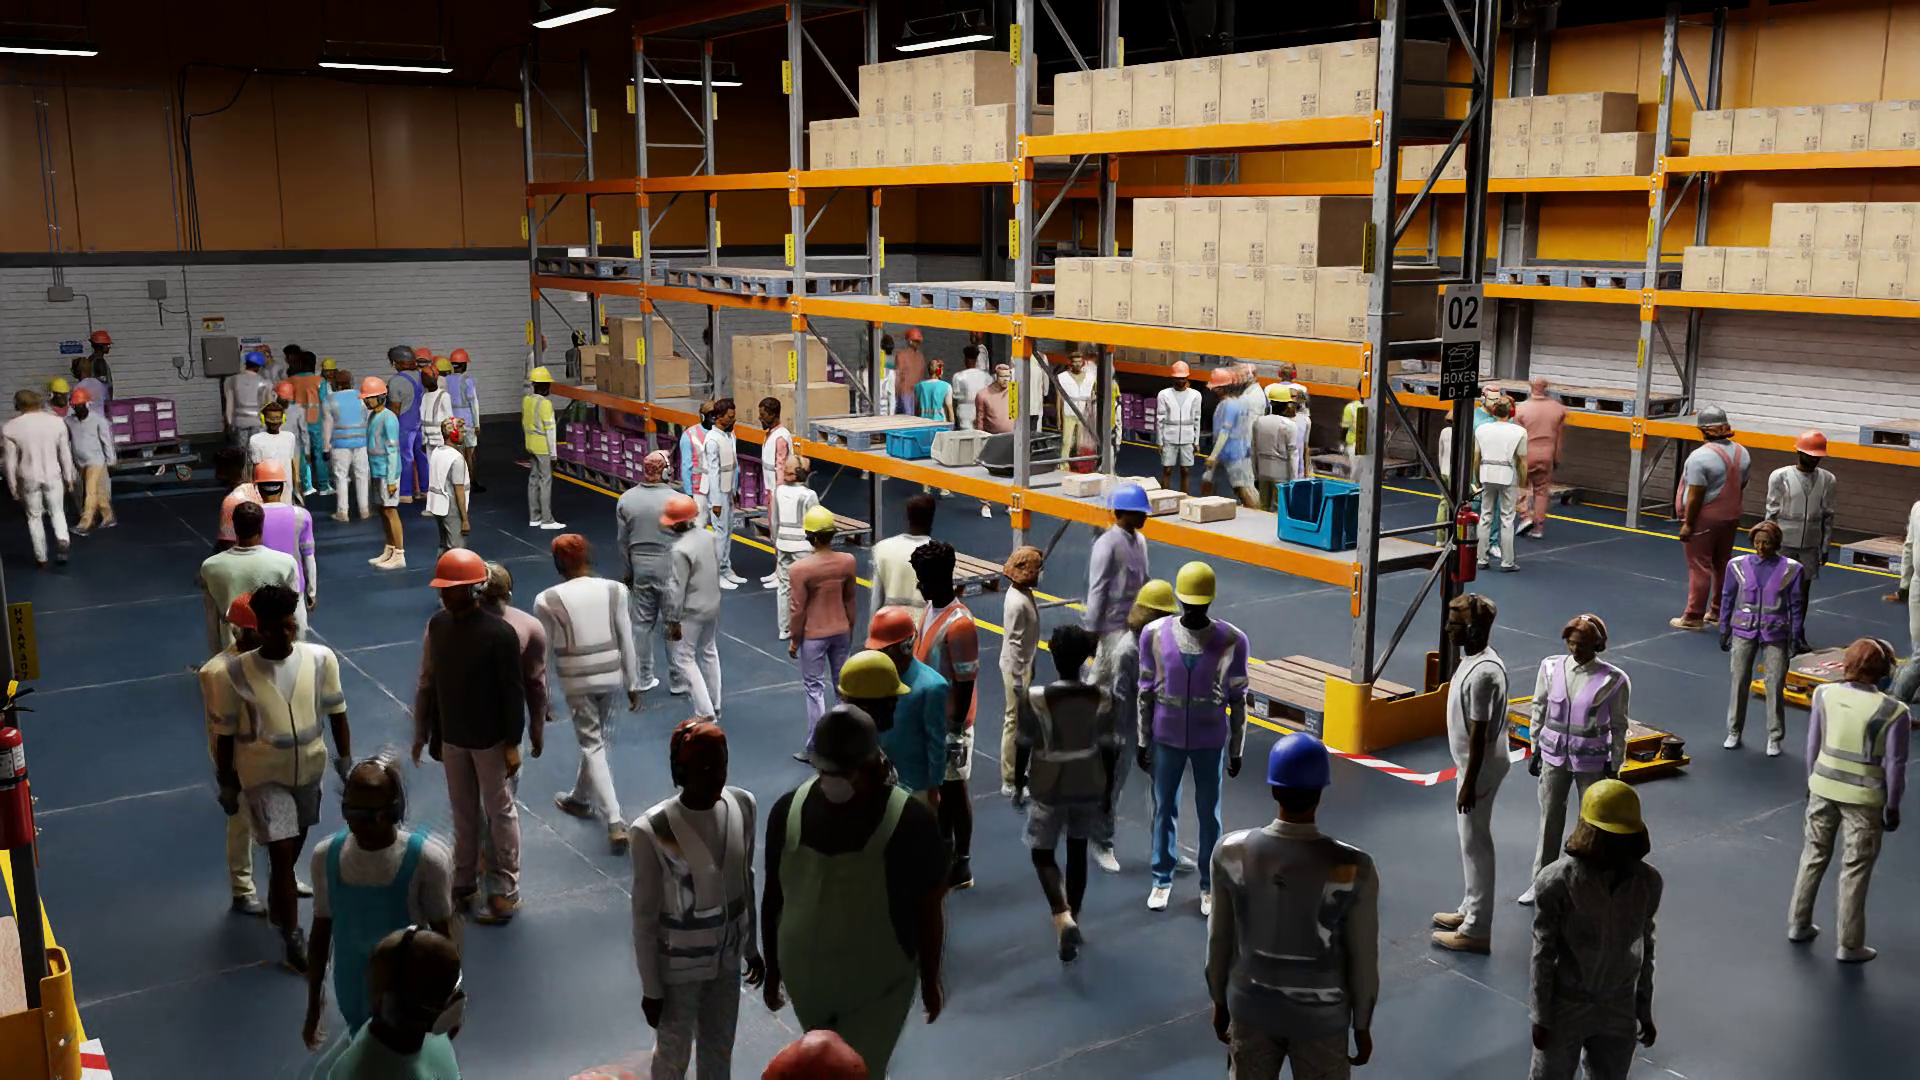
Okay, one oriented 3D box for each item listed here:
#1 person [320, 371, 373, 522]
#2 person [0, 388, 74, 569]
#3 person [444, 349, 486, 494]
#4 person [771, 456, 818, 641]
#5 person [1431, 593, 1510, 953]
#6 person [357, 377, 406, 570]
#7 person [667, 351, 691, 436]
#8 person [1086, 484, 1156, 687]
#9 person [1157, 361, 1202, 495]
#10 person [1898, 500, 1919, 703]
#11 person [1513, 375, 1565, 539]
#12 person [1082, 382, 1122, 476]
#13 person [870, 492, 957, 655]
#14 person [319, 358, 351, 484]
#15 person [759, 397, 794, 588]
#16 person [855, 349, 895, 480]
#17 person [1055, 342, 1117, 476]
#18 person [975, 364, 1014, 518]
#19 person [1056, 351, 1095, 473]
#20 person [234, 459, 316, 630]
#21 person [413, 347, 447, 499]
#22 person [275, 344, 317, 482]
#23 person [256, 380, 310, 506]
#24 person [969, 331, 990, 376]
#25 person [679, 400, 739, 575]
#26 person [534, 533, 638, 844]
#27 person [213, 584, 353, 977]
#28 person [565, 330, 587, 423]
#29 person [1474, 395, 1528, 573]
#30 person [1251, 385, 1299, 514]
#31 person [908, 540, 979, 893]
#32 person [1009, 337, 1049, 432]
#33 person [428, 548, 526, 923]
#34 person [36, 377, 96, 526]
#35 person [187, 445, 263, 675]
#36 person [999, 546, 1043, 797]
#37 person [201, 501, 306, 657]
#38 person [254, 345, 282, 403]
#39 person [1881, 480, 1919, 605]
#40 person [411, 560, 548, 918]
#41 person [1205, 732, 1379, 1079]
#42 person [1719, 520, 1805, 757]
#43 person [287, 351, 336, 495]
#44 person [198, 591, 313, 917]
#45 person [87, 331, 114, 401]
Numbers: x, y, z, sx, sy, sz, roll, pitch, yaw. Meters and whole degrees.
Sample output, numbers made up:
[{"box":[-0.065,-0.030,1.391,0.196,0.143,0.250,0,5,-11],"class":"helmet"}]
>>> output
[{"box":[-7.457,-1.138,20.269,0.673,1.823,0.431,-9,14,-38],"class":"person"},{"box":[-9.596,-0.618,17.351,0.660,1.920,0.573,-9,14,-39],"class":"person"},{"box":[-6.642,-1.583,22.216,0.545,1.939,0.354,4,12,21],"class":"person"},{"box":[-1.421,0.088,14.441,0.515,1.636,0.315,8,14,35],"class":"person"},{"box":[2.593,1.167,8.420,0.347,1.839,0.501,2,11,12],"class":"person"},{"box":[-6.076,-0.697,17.465,0.406,2.031,0.612,-8,14,-36],"class":"person"},{"box":[-4.372,-2.087,25.577,0.499,1.633,0.280,3,11,15],"class":"person"},{"box":[1.170,0.564,11.318,0.968,1.895,0.634,6,13,28],"class":"person"},{"box":[2.689,-1.231,20.415,0.547,1.938,0.377,0,11,0],"class":"person"},{"box":[7.324,0.351,12.438,0.399,1.897,0.652,-5,12,-23],"class":"person"},{"box":[6.588,-0.947,19.100,0.650,1.893,0.424,-1,11,-4],"class":"person"},{"box":[1.795,-1.210,21.077,0.525,1.639,0.307,5,12,24],"class":"person"},{"box":[-0.327,0.629,11.024,0.610,1.894,0.752,4,12,19],"class":"person"},{"box":[-8.704,-1.650,23.057,0.483,1.745,0.305,-10,15,-42],"class":"person"},{"box":[-1.823,-0.482,16.670,0.401,1.908,0.597,-3,12,-16],"class":"person"},{"box":[-1.188,-1.773,23.337,0.584,1.882,0.357,2,11,10],"class":"person"},{"box":[1.747,-1.869,23.416,0.886,2.000,0.685,-1,11,-6],"class":"person"},{"box":[0.506,-1.210,20.429,0.641,1.900,0.397,-3,11,-13],"class":"person"},{"box":[1.588,-1.687,22.983,0.570,1.845,0.380,-4,12,-18],"class":"person"},{"box":[-5.053,0.363,12.309,0.548,1.924,0.387,-7,13,-33],"class":"person"},{"box":[-7.016,-1.532,21.843,0.627,1.985,0.409,-3,11,-14],"class":"person"},{"box":[-9.294,-1.819,23.474,0.597,1.934,0.919,1,11,7],"class":"person"},{"box":[-8.220,-1.086,20.195,0.614,1.732,0.484,-4,12,-18],"class":"person"},{"box":[0.307,-2.543,27.296,0.370,1.879,0.578,0,11,-1],"class":"person"},{"box":[-2.530,-0.508,16.966,0.623,1.844,0.429,-7,13,-34],"class":"person"},{"box":[-2.216,0.876,9.936,0.586,1.836,0.957,-8,13,-35],"class":"person"},{"box":[-3.416,1.137,8.377,0.623,1.922,0.965,-10,15,-42],"class":"person"},{"box":[-6.137,-2.442,26.816,0.521,1.862,0.328,9,15,40],"class":"person"},{"box":[5.611,-0.578,17.299,0.565,1.850,0.390,9,14,38],"class":"person"},{"box":[3.350,-0.687,17.659,0.368,1.927,0.587,-10,15,-42],"class":"person"},{"box":[-0.100,0.959,9.152,0.378,1.959,0.604,-4,12,-18],"class":"person"},{"box":[1.082,-2.303,26.150,0.634,1.842,0.429,0,11,1],"class":"person"},{"box":[-2.564,1.019,8.751,0.612,1.996,0.388,6,13,28],"class":"person"},{"box":[-10.842,-1.069,19.985,0.927,1.792,0.597,8,14,37],"class":"person"},{"box":[-5.717,0.218,13.042,0.800,1.918,0.624,-2,11,-9],"class":"person"},{"box":[0.395,0.834,10.653,0.282,1.626,0.501,2,11,8],"class":"person"},{"box":[-4.472,0.707,10.585,0.588,1.910,0.386,-1,11,-7],"class":"person"},{"box":[-9.785,-1.835,23.646,0.399,1.887,0.654,-10,15,-40],"class":"person"},{"box":[9.266,-0.290,15.664,0.798,1.914,0.636,4,12,18],"class":"person"},{"box":[-2.571,1.025,8.969,0.700,1.905,0.923,-2,11,-12],"class":"person"},{"box":[1.155,1.623,5.816,0.604,1.939,0.415,6,12,26],"class":"person"},{"box":[5.524,0.667,11.498,0.523,1.631,0.313,7,13,31],"class":"person"},{"box":[-8.610,-1.541,22.067,0.588,1.914,0.391,2,11,12],"class":"person"},{"box":[-3.730,1.124,8.865,0.356,1.743,0.567,6,13,28],"class":"person"},{"box":[-12.501,-2.036,24.303,0.407,2.035,0.611,-9,14,-37],"class":"person"}]
